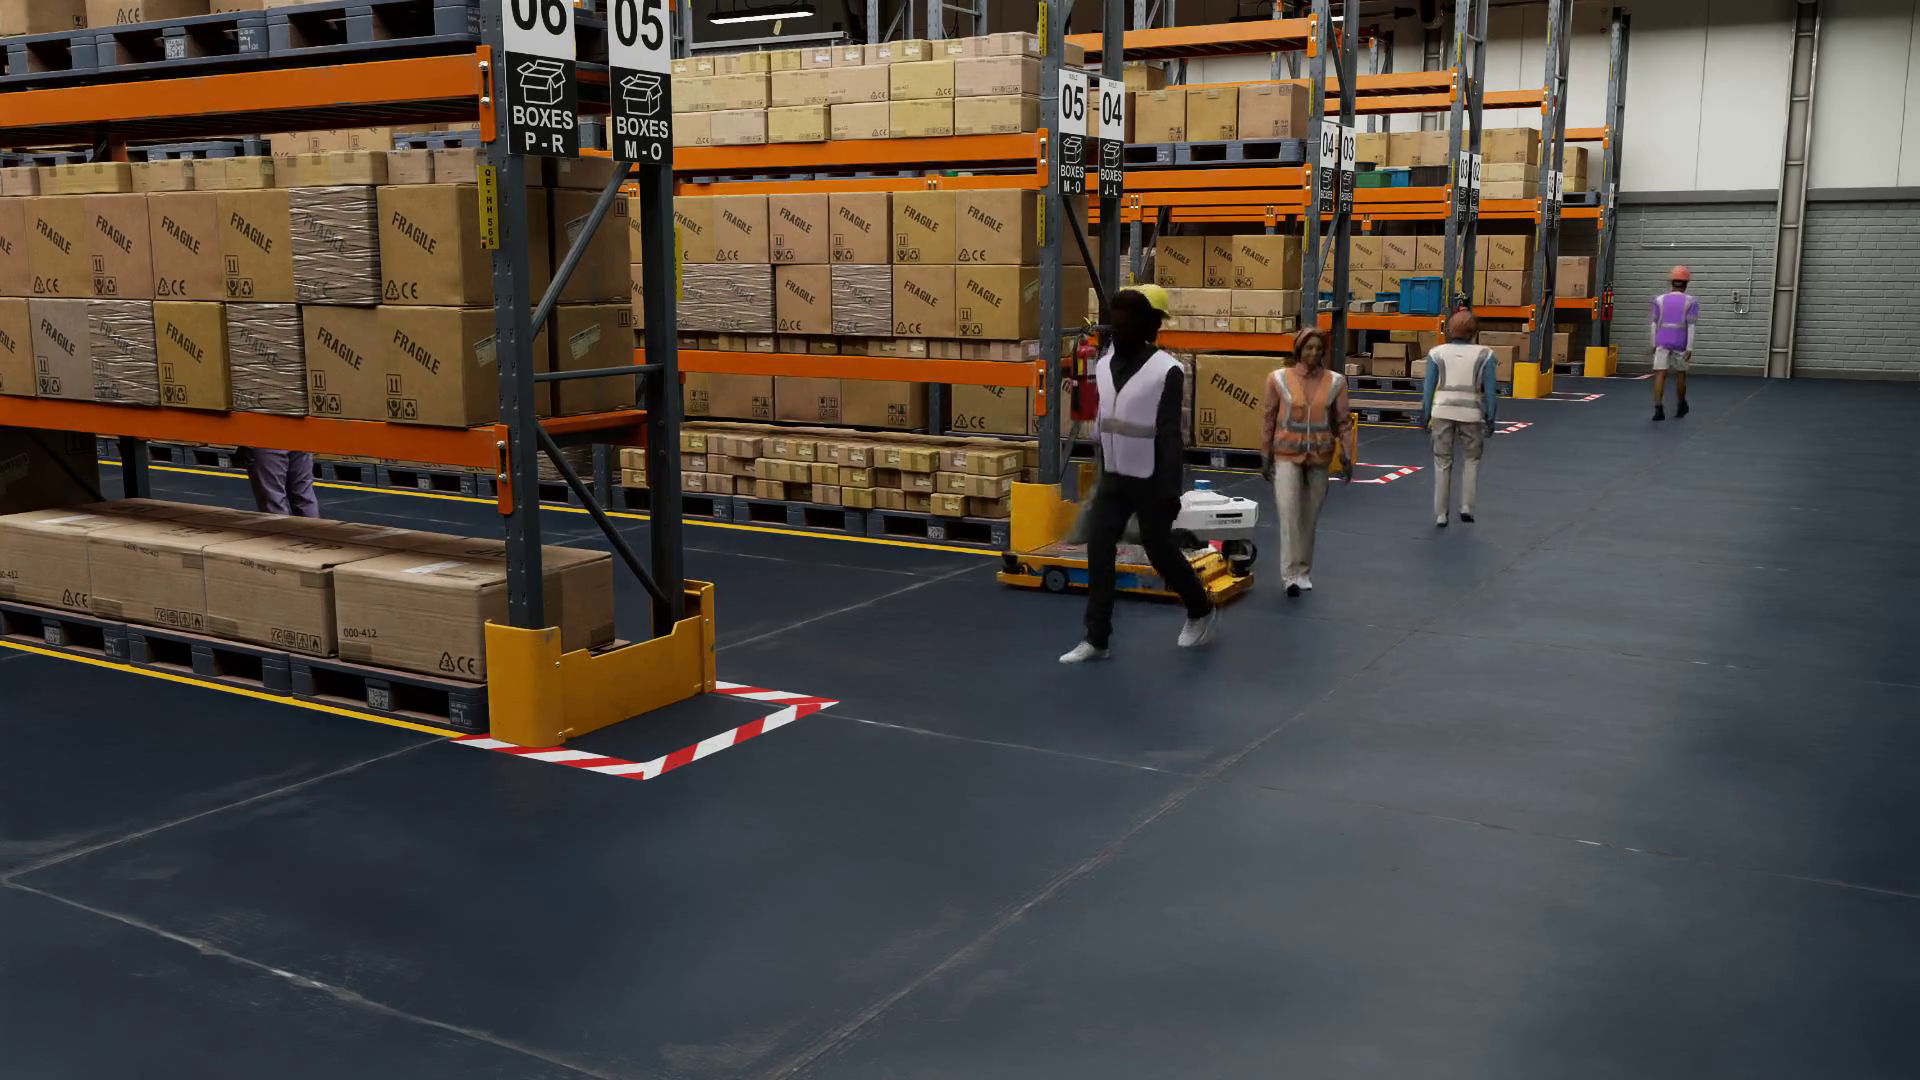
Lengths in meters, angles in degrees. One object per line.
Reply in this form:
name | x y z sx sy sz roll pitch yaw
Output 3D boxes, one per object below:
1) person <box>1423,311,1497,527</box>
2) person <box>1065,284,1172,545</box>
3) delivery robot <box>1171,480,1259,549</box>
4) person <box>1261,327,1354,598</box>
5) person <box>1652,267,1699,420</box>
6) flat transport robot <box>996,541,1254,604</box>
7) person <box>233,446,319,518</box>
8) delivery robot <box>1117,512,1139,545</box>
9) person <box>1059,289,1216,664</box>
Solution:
person | 3.745 -0.903 12.497 0.547 1.621 0.405 4 10 21
person | 1.018 -0.648 10.346 0.895 1.870 0.613 -1 10 -8
delivery robot | 1.593 -0.153 10.948 0.707 0.478 0.477 -2 10 -14
person | 2.081 -0.454 9.908 0.530 1.599 0.762 0 10 -1
person | 8.921 -2.449 20.768 0.555 1.882 0.979 7 12 34
flat transport robot | 1.004 0.175 10.130 1.431 0.197 0.652 5 11 28
person | -4.185 -0.643 10.140 0.407 1.906 0.655 3 10 19
delivery robot | 1.002 -0.152 10.943 0.477 0.478 0.707 1 10 4
person | 0.944 -0.328 8.412 0.934 1.880 0.594 -8 12 -39
